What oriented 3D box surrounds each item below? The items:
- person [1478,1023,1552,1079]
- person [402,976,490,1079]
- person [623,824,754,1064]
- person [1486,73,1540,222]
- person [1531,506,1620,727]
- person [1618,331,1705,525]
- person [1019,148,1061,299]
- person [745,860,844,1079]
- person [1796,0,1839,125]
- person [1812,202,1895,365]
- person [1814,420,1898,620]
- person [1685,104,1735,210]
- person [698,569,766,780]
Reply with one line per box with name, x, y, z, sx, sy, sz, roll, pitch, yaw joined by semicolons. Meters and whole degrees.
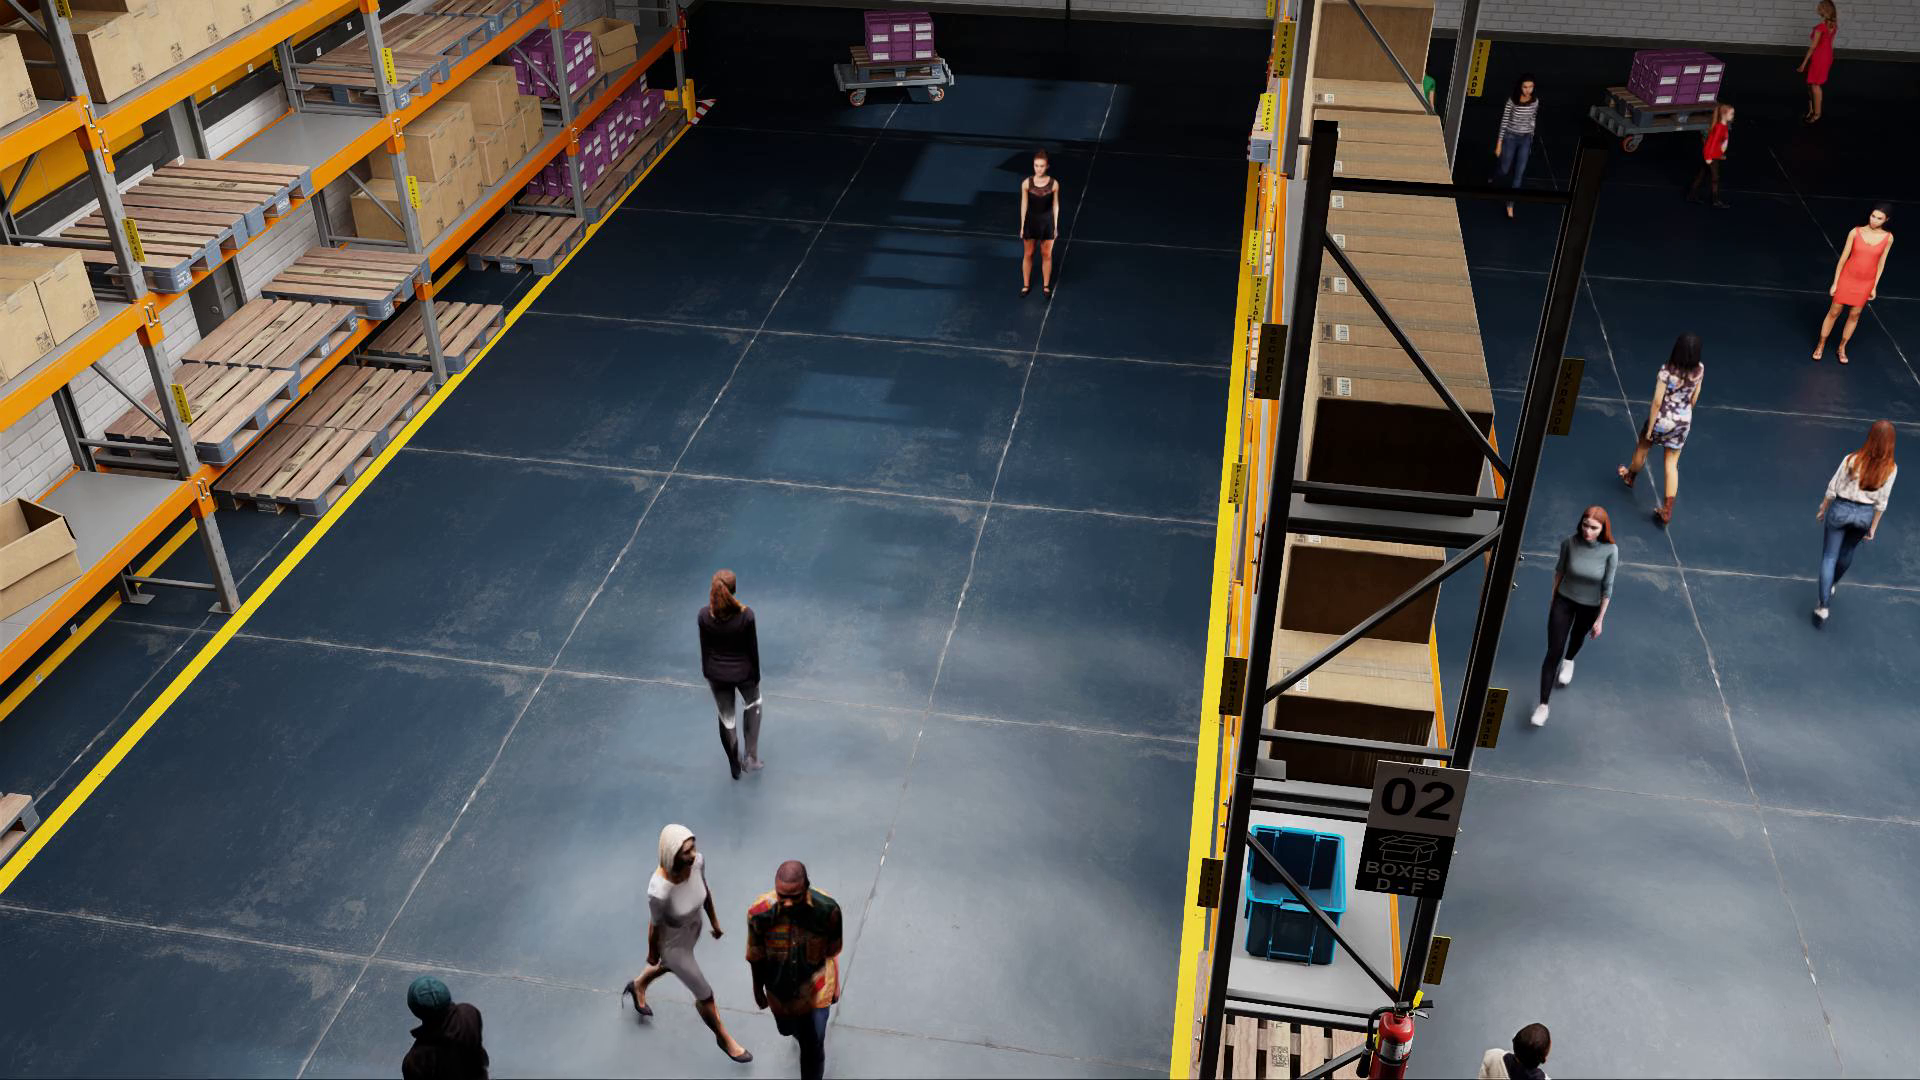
person;2.818;3.044;8.616;0.651;1.451;0.663;26;42;33
person;-2.563;2.898;8.507;0.787;1.816;0.619;14;36;20
person;-1.688;2.265;9.568;0.852;1.695;1.161;15;37;21
person;6.666;-4.794;20.117;0.834;1.775;1.079;-7;34;-10
person;4.575;0.479;12.259;0.807;1.692;1.214;16;37;23
person;6.168;-0.942;14.403;0.795;1.684;1.185;-2;34;-3
person;0.875;-3.456;18.195;0.591;1.674;0.577;3;34;4
person;-0.897;2.408;9.271;0.836;1.786;1.156;-1;34;-2
person;11.870;-6.543;22.828;0.757;1.687;0.821;-18;38;-25
person;9.112;-2.630;16.912;0.621;1.719;0.586;11;35;17
person;7.050;-0.141;13.171;0.679;1.715;1.033;11;35;16
person;9.219;-4.746;20.507;0.740;1.263;0.790;19;38;26
person;-1.588;0.994;11.457;0.631;1.721;0.689;-1;34;-1
